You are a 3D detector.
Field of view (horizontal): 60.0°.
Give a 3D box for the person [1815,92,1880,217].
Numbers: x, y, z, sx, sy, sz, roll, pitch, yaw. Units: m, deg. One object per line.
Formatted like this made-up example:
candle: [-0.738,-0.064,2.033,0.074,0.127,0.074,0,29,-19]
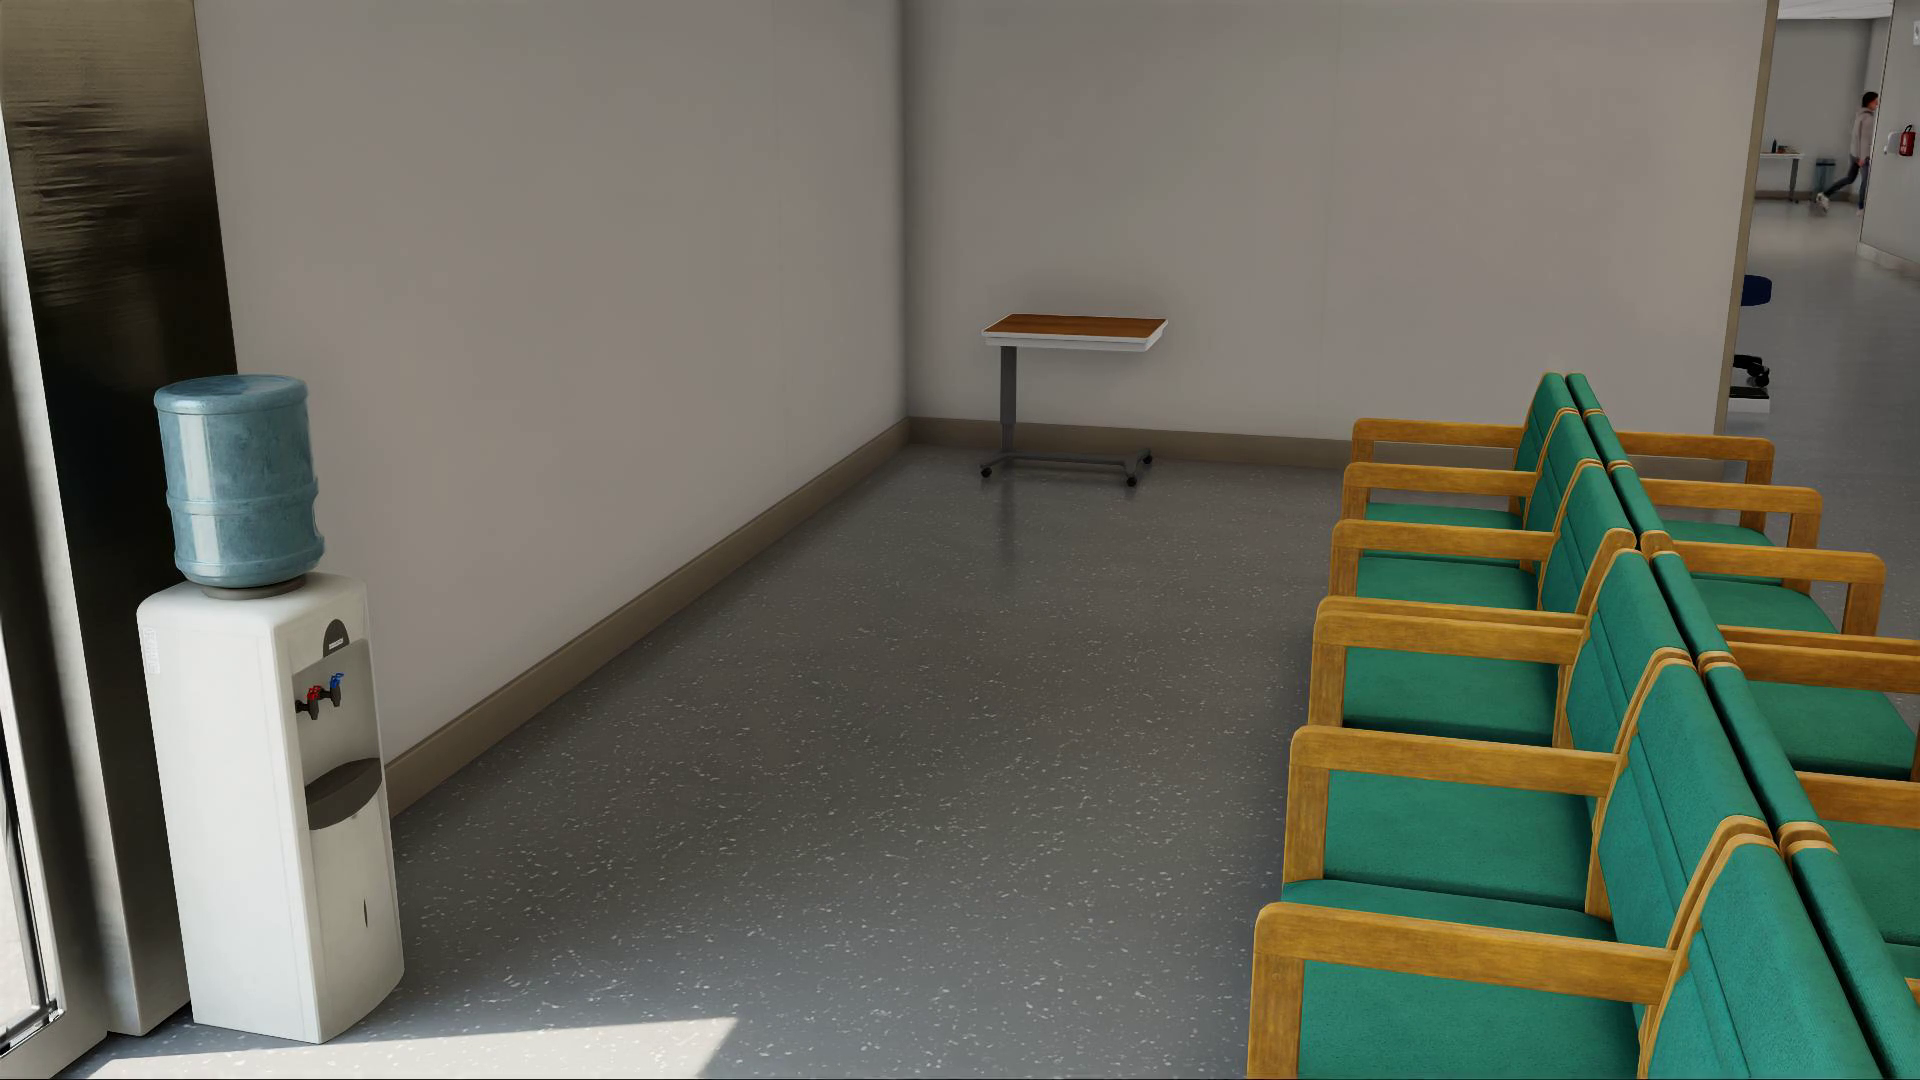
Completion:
person: [13.535,-5.832,25.201,1.143,1.831,0.708,3,16,11]
